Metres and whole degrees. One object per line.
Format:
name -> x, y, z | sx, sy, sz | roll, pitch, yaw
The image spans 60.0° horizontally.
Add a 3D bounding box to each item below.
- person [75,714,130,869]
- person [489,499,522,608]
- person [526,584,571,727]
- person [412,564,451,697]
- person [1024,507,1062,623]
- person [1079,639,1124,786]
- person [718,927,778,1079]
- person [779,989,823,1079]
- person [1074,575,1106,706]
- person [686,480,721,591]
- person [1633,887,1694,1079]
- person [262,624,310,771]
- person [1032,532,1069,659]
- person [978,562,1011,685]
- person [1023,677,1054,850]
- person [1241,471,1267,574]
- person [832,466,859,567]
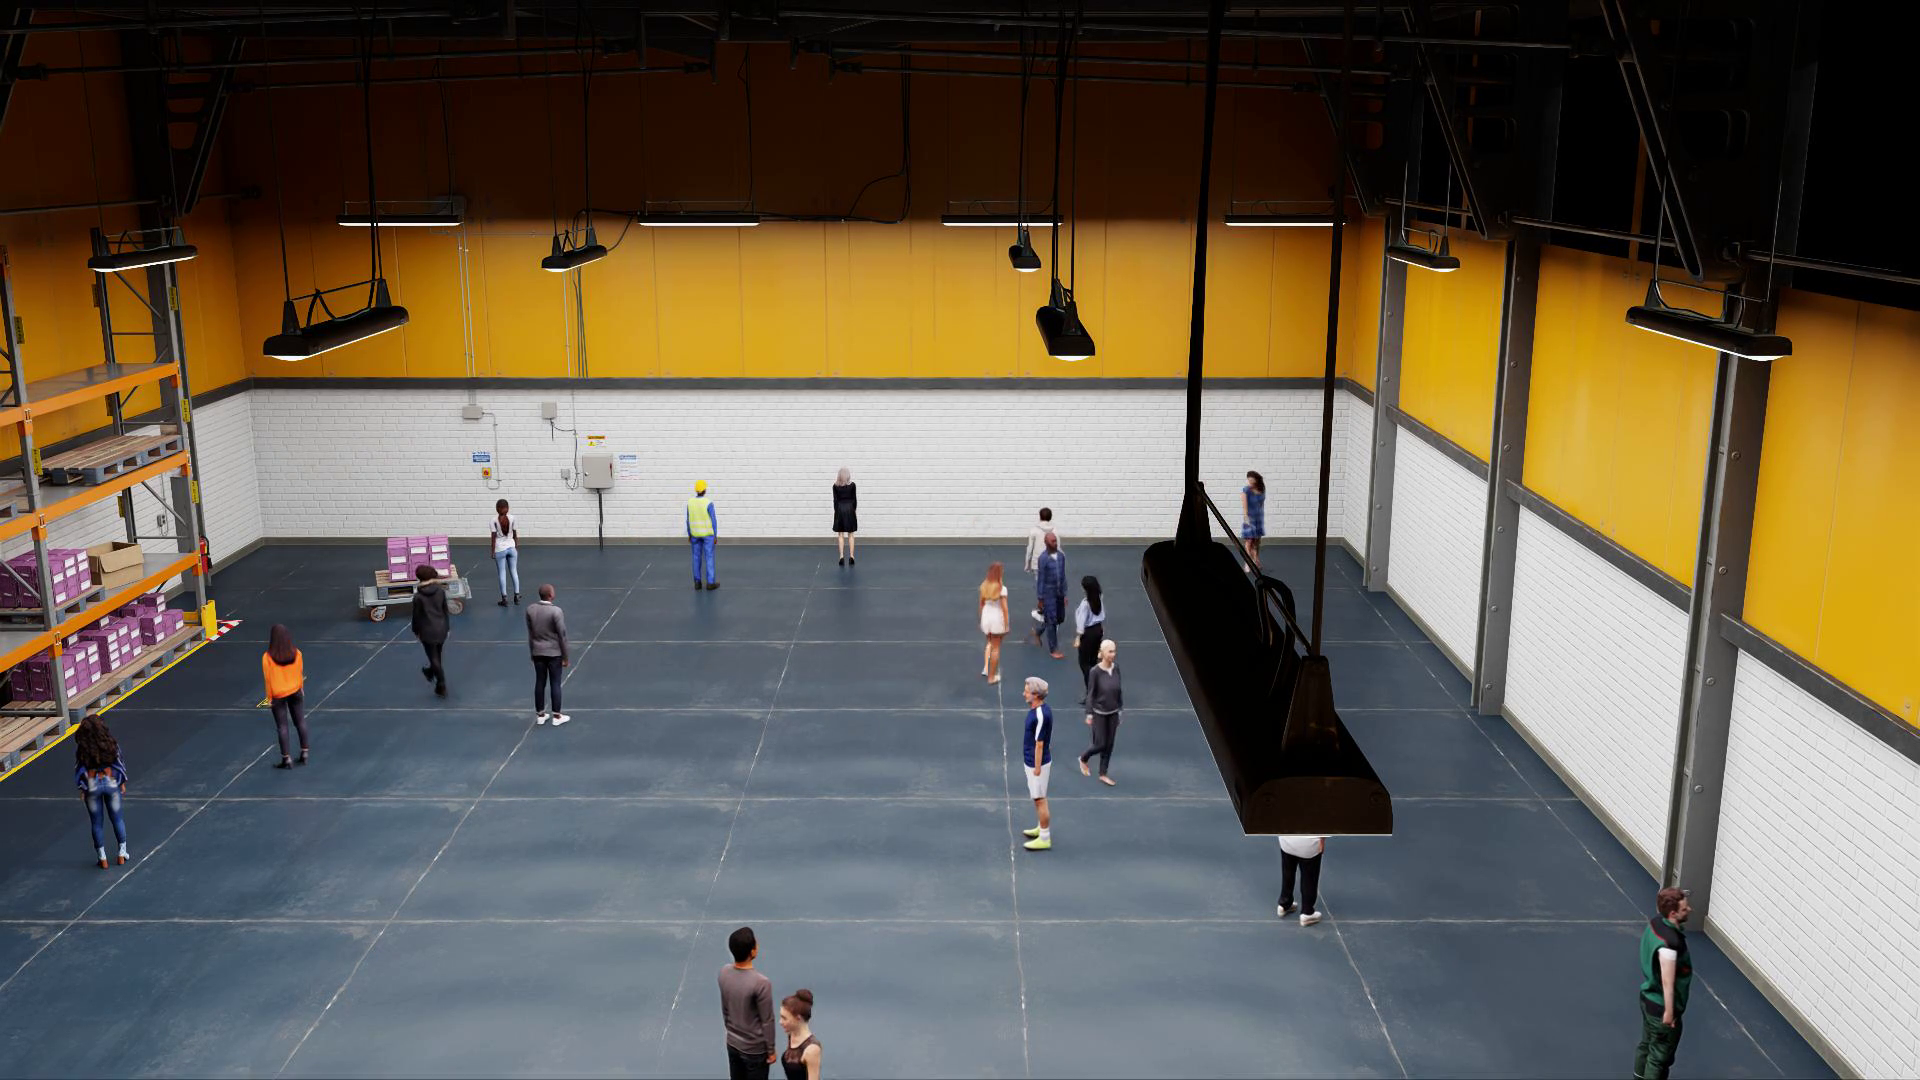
person -> -8.694, 2.524, 16.853 | 0.703, 1.618, 0.704 | -7, 15, -27
person -> -7.190, 0.183, 26.307 | 0.669, 1.719, 0.699 | -9, 17, -34
person -> -5.194, 1.439, 20.916 | 0.776, 1.815, 0.690 | 4, 14, 15
person -> -6.943, 1.227, 21.985 | 1.084, 1.724, 1.175 | -12, 18, -40
person -> 1.280, 0.450, 24.987 | 1.035, 1.820, 1.291 | -7, 15, -27
person -> 1.607, 1.940, 19.059 | 0.772, 1.715, 0.841 | -9, 16, -32
person -> -1.542, 3.629, 11.974 | 0.701, 1.767, 0.730 | 7, 15, 26
person -> -0.956, 3.848, 11.326 | 1.044, 1.645, 1.117 | -9, 16, -32
person -> 1.712, 1.279, 21.743 | 0.758, 1.735, 0.842 | -10, 17, -34
person -> -4.228, -0.094, 27.250 | 0.707, 1.812, 0.633 | 3, 14, 10
person -> 5.279, 3.464, 12.492 | 0.723, 1.842, 0.554 | 2, 14, 7
person -> -7.894, 1.820, 19.483 | 0.765, 1.749, 0.695 | 12, 18, 41
person -> 1.258, 0.762, 23.738 | 1.025, 1.803, 1.084 | -13, 19, -43
person -> 0.397, 1.142, 22.426 | 0.707, 1.680, 0.751 | 9, 16, 33
person -> 0.814, 2.298, 17.328 | 0.676, 1.834, 0.457 | 0, 14, 0
person -> 5.020, -0.319, 28.256 | 0.881, 1.777, 0.871 | -13, 19, -43
person -> -1.984, -0.429, 28.773 | 0.623, 1.747, 0.599 | -2, 14, -8
